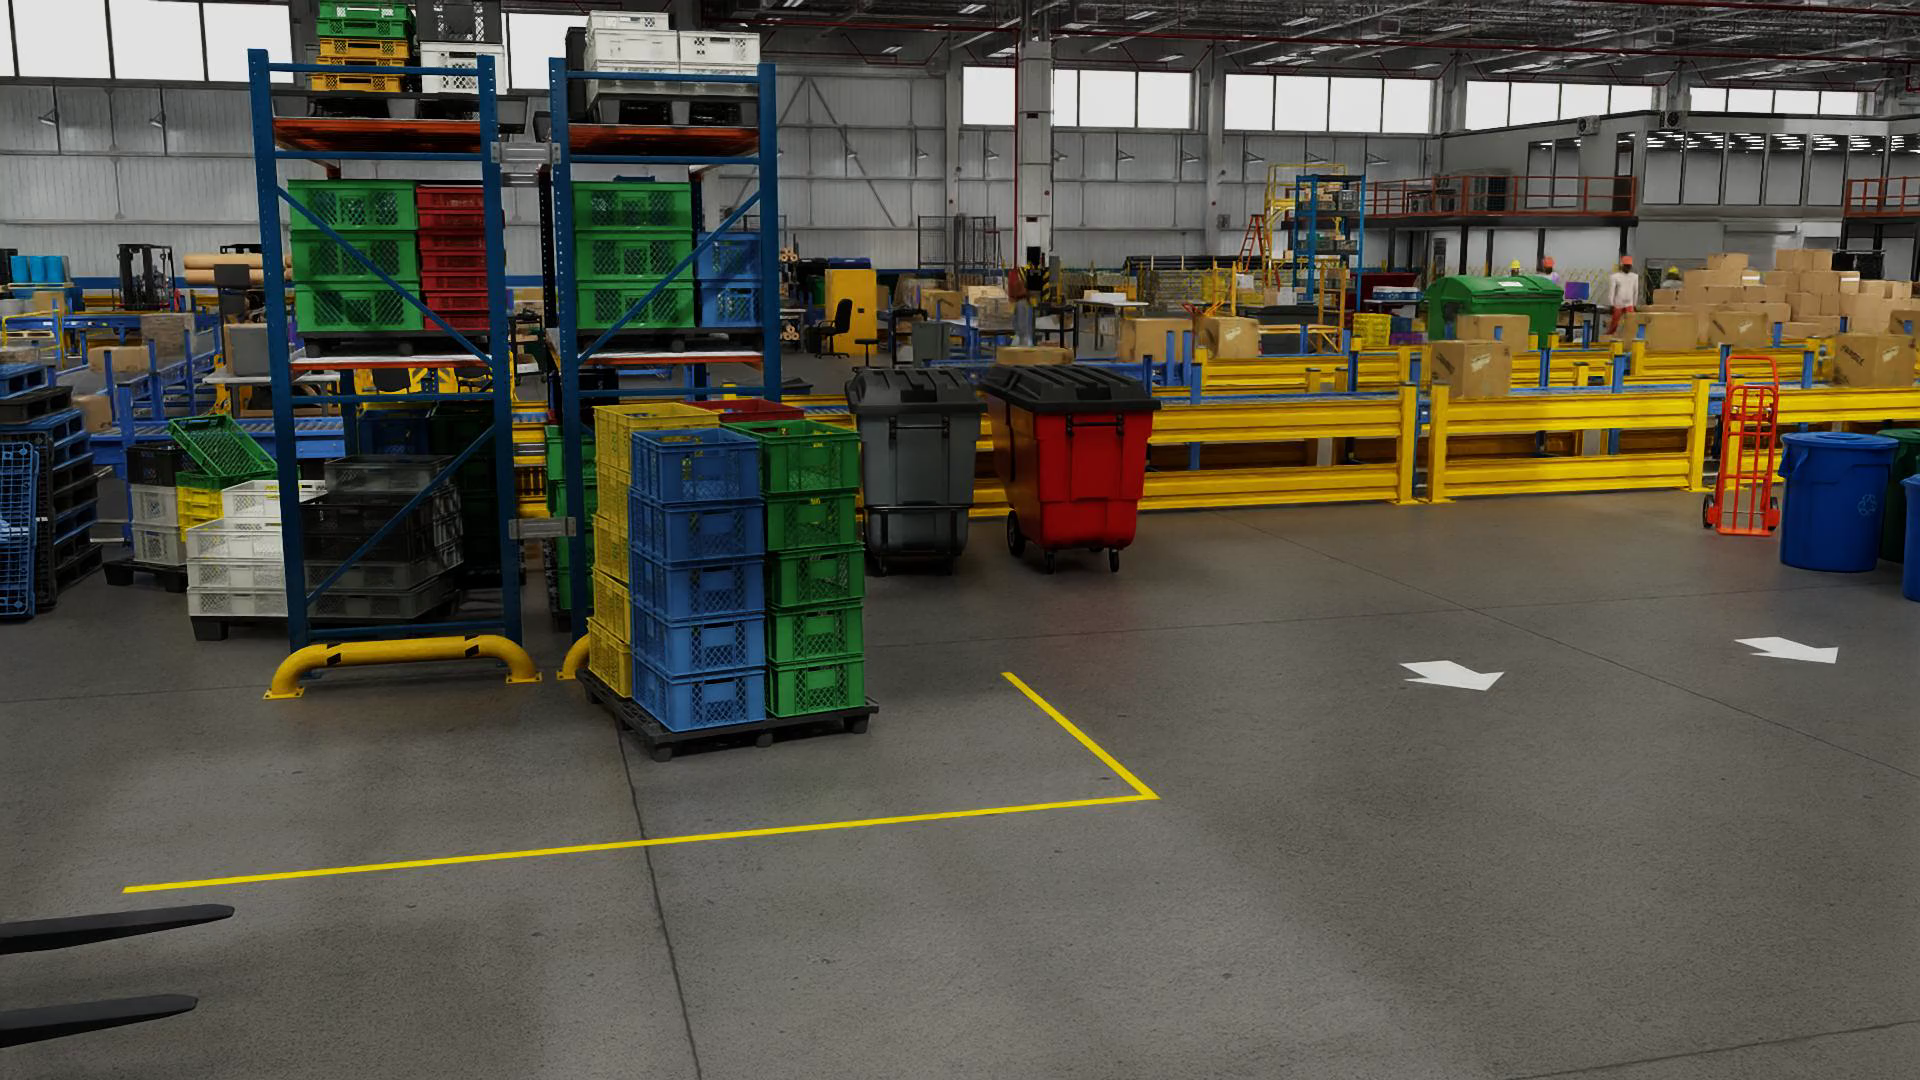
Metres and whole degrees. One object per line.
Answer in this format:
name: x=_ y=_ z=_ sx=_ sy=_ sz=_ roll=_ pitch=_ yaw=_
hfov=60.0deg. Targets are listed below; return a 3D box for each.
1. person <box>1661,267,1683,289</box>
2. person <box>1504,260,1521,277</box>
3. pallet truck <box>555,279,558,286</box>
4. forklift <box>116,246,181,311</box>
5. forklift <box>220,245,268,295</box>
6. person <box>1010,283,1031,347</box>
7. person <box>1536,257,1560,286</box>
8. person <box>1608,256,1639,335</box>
person: x=14.928 y=-4.873 z=34.869 sx=0.490 sy=1.711 sz=0.855 roll=-2 pitch=10 yaw=-13
person: x=11.740 y=-5.012 z=35.301 sx=0.590 sy=1.833 sz=0.404 roll=5 pitch=11 yaw=27
pallet truck: x=-10.604 y=-6.375 z=44.520 sx=0.653 sy=1.274 sz=1.630 roll=-3 pitch=10 yaw=-15
forklift: x=-19.966 y=-6.232 z=40.894 sx=1.157 sy=1.987 sz=2.680 roll=-3 pitch=10 yaw=-15
forklift: x=-17.749 y=-6.334 z=41.440 sx=1.157 sy=1.987 sz=2.680 roll=-3 pitch=10 yaw=-17
person: x=0.888 y=-3.045 z=24.860 sx=0.871 sy=1.583 sz=0.525 roll=2 pitch=10 yaw=10
person: x=12.489 y=-5.086 z=35.493 sx=0.553 sy=1.914 sz=0.603 roll=-2 pitch=10 yaw=-10
person: x=13.329 y=-4.737 z=33.451 sx=0.651 sy=1.940 sz=1.041 roll=0 pitch=10 yaw=-2
